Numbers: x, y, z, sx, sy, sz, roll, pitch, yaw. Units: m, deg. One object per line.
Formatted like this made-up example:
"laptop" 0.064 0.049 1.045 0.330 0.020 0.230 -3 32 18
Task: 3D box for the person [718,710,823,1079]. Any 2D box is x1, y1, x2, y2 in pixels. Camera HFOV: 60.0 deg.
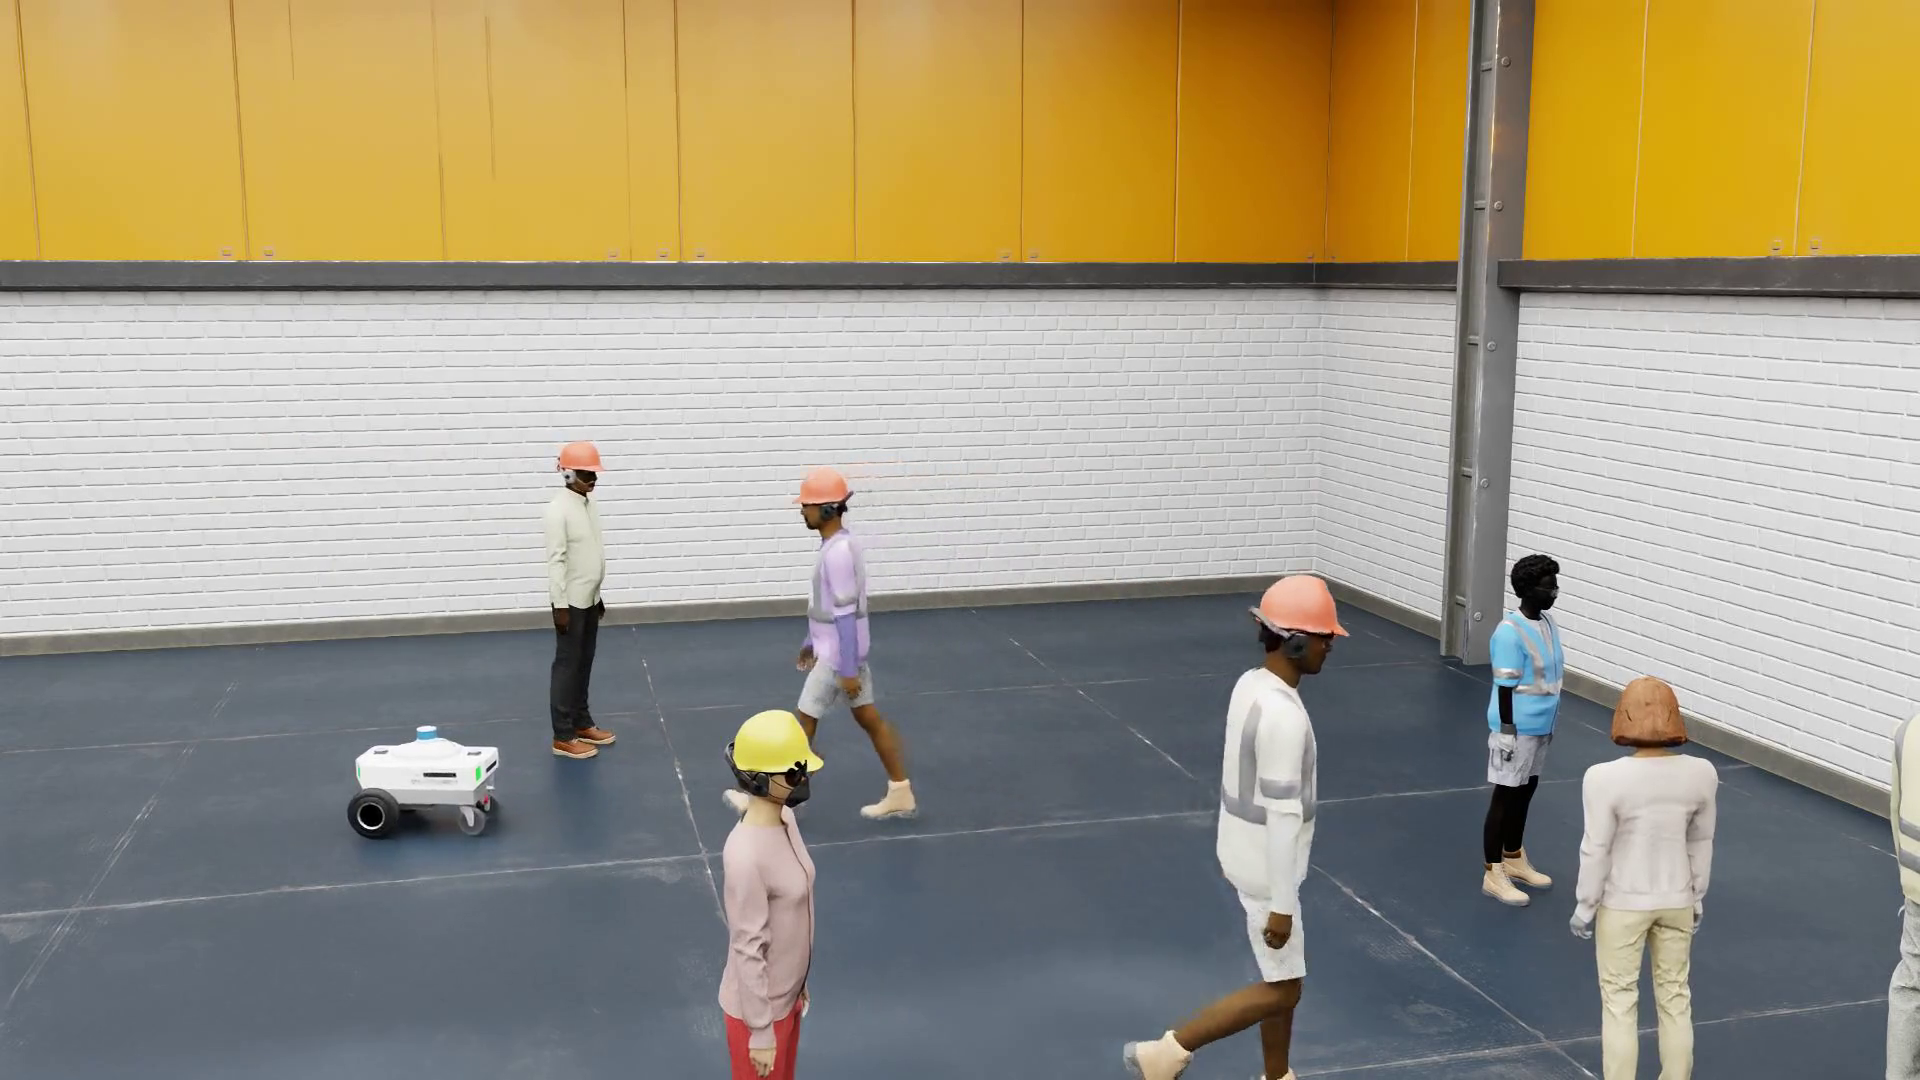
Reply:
"person" -0.550 1.367 4.943 0.309 1.769 0.523 1 9 5

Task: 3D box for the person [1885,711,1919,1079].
"person" 3.459 1.208 5.731 0.403 1.833 0.586 -1 9 -5

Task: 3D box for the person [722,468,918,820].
"person" -0.735 0.595 9.088 1.094 1.982 0.617 0 9 1

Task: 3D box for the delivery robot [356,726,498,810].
"delivery robot" -2.900 1.261 9.082 0.707 0.478 0.477 0 9 2

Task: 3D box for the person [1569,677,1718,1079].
"person" 2.392 1.288 5.852 0.501 1.631 0.287 -1 9 -9

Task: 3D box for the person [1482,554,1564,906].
"person" 2.739 0.901 8.065 0.316 1.697 0.542 8 12 40

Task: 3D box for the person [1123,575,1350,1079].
"person" 0.978 1.115 5.741 0.742 2.017 0.620 0 9 0

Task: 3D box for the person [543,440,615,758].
"person" -2.398 0.362 10.510 0.400 1.989 0.623 2 9 10
